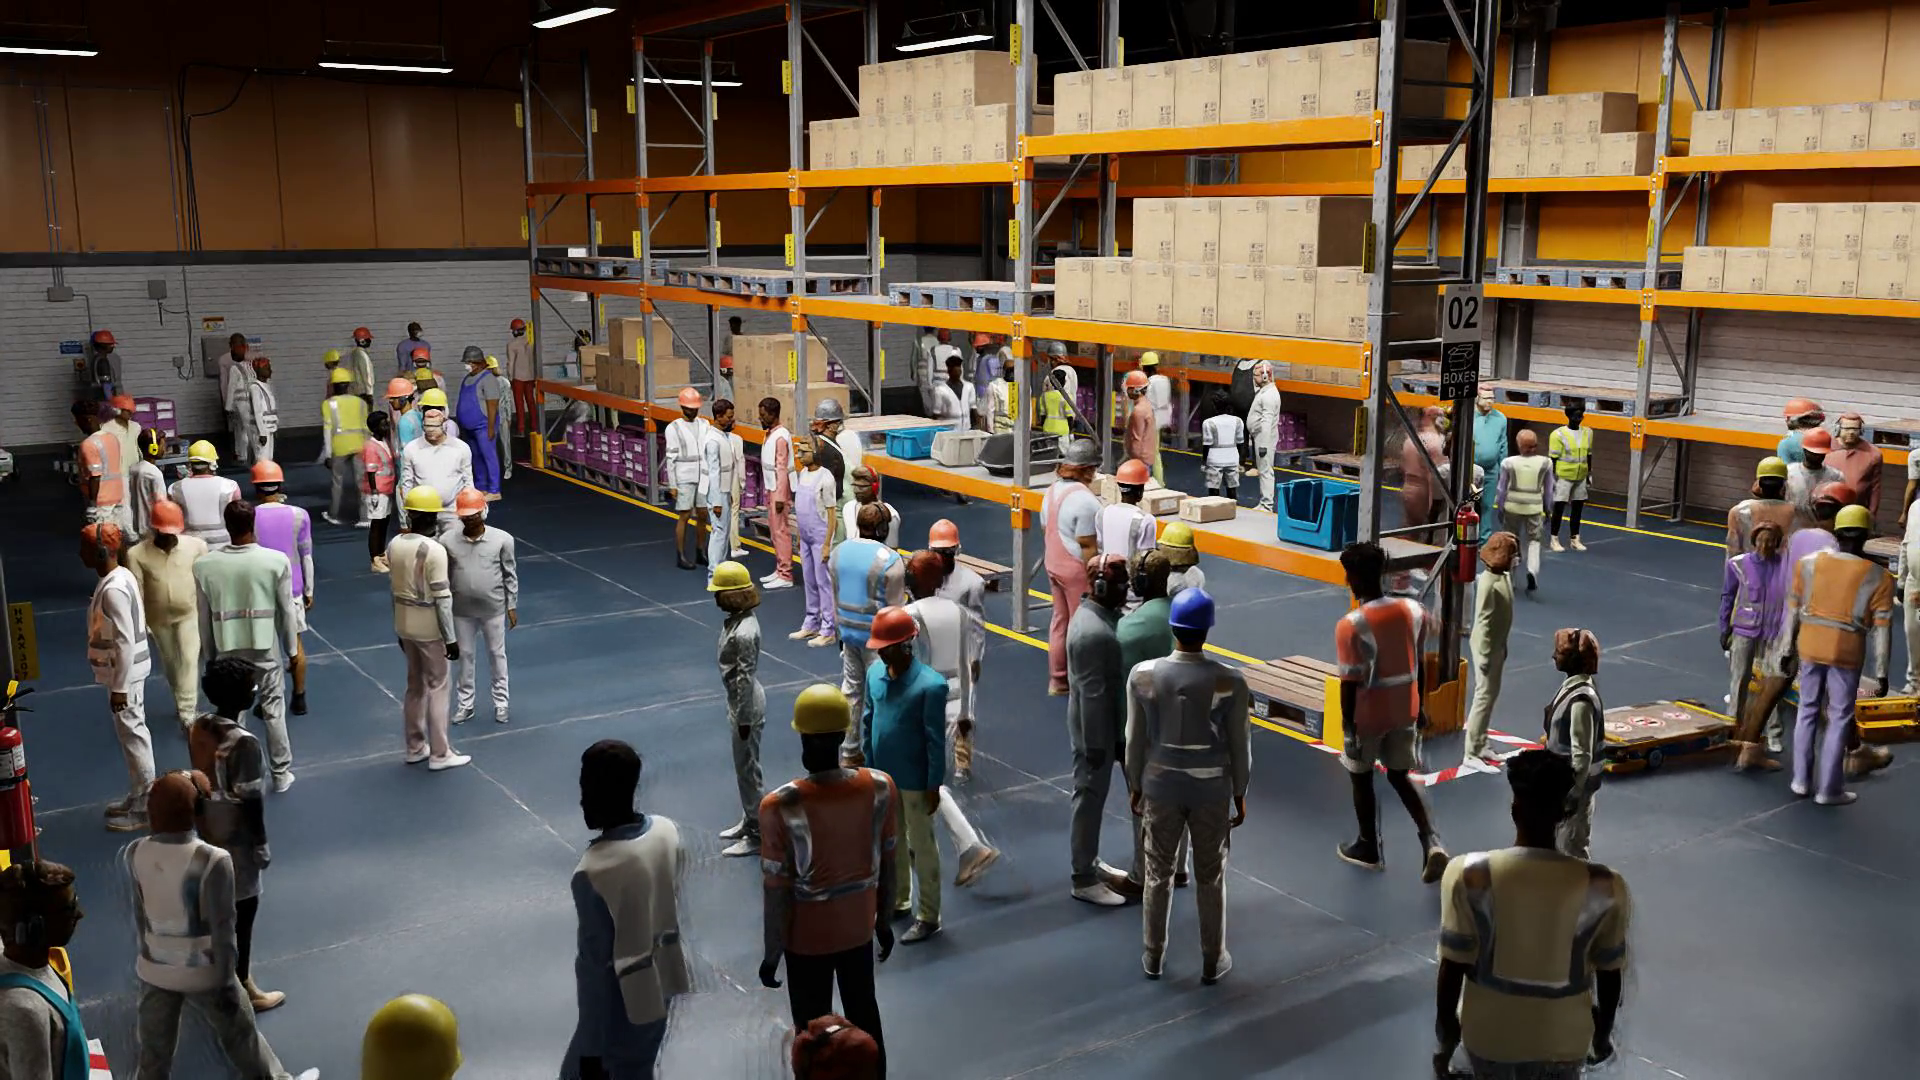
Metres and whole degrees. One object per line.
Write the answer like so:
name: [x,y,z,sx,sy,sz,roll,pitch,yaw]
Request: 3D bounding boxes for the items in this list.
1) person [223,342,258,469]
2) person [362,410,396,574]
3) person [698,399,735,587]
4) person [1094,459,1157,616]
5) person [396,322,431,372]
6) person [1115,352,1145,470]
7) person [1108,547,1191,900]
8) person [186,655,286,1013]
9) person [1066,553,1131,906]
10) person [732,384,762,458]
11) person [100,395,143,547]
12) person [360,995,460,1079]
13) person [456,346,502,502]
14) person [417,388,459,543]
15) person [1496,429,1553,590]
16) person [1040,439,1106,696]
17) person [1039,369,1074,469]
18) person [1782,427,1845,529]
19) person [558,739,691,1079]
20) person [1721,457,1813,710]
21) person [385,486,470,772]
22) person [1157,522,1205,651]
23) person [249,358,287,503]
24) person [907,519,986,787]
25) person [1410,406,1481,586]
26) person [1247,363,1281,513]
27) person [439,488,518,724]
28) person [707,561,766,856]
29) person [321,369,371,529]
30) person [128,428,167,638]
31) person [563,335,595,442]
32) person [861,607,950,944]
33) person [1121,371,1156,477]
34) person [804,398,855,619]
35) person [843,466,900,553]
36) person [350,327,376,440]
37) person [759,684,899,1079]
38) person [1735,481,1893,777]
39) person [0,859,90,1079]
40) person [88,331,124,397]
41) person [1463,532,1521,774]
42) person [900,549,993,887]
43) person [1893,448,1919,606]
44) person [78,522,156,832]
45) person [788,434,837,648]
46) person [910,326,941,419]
person: [-10.536,-1.953,24.299,0.786,1.854,0.584,1,11,6]
person: [-6.025,-0.504,17.312,0.317,1.695,0.540,0,11,0]
person: [-2.392,-0.453,16.523,0.398,1.909,0.600,0,11,1]
person: [1.239,0.366,12.262,0.544,1.931,0.386,11,15,44]
person: [-9.057,-2.662,27.735,0.367,1.940,0.634,8,13,34]
person: [2.483,-1.711,23.169,0.428,1.830,0.564,9,14,37]
person: [1.057,0.995,9.053,0.630,1.931,0.376,-11,15,-43]
person: [-3.404,1.370,7.758,0.537,1.689,0.325,10,15,41]
person: [0.778,1.007,9.045,0.399,1.908,0.643,2,11,9]
person: [-3.223,-2.139,25.404,0.827,1.803,0.511,-7,13,-31]
person: [-9.467,-0.791,18.784,0.865,1.704,0.554,4,12,18]
person: [-1.253,1.996,3.927,0.589,1.927,0.387,-3,12,-16]
person: [-6.284,-1.524,21.653,0.535,2.000,0.683,-11,15,-43]
person: [-5.391,-0.609,17.251,0.356,1.930,0.587,2,11,9]
person: [5.550,-0.284,16.366,0.533,1.623,0.483,3,11,13]
person: [0.929,0.233,12.660,0.536,2.000,0.688,-5,12,-25]
person: [1.285,-1.401,21.902,0.529,1.697,0.321,9,14,39]
person: [7.229,-0.012,14.221,0.549,1.926,0.388,4,12,18]
person: [-1.185,1.627,5.865,0.441,1.899,0.621,4,12,19]
person: [6.021,0.334,12.462,0.584,1.917,0.381,3,11,15]
person: [-3.580,0.590,11.158,0.596,1.915,0.399,9,14,39]
person: [1.407,0.742,10.814,0.311,1.744,0.486,8,14,35]
person: [-8.972,-1.414,21.493,0.355,1.883,0.575,-2,11,-12]
person: [-0.111,0.728,10.856,0.571,1.753,0.323,5,12,26]
person: [4.896,-0.431,16.628,0.523,1.812,0.994,-9,14,-37]
person: [3.729,-1.228,20.509,0.399,1.900,0.644,1,11,7]
person: [-3.516,0.482,12.128,0.573,1.747,0.339,-1,11,-5]
person: [-1.291,0.973,9.669,0.321,1.737,0.487,-2,11,-12]
person: [-7.315,-1.081,19.752,0.931,1.889,0.622,10,15,41]
person: [-7.092,-0.060,14.649,0.526,1.856,0.334,9,14,37]
person: [-6.056,-2.327,26.339,0.646,1.821,0.689,9,14,37]
person: [-0.308,1.188,8.552,0.575,1.739,0.350,10,15,43]
person: [1.991,-0.898,18.602,0.408,1.987,0.613,3,11,15]
person: [-1.166,-0.300,15.386,0.538,2.000,0.682,-2,11,-10]
person: [-0.661,0.332,12.691,0.393,1.835,0.562,-10,15,-42]
person: [-9.167,-2.277,25.622,0.379,1.996,0.610,-8,13,-34]
person: [-0.519,1.500,6.466,0.594,1.924,0.382,-7,13,-33]
person: [5.665,0.597,10.967,1.013,1.973,0.607,-2,11,-11]
person: [-2.731,1.841,4.971,0.341,1.839,0.501,-6,13,-29]
person: [-13.144,-2.241,25.611,0.440,1.937,0.606,4,12,18]
person: [3.566,0.738,11.146,0.285,1.626,0.511,7,13,31]
person: [-0.084,0.986,9.298,0.850,1.851,0.622,10,15,42]
person: [9.132,-0.262,15.692,0.506,1.847,0.344,0,11,-2]
person: [-5.082,0.817,10.071,0.337,1.882,0.583,-5,12,-25]
person: [-1.256,0.003,14.338,0.344,1.847,0.504,-8,14,-36]
person: [-0.537,-2.972,29.429,0.598,1.907,0.917,-3,11,-16]
